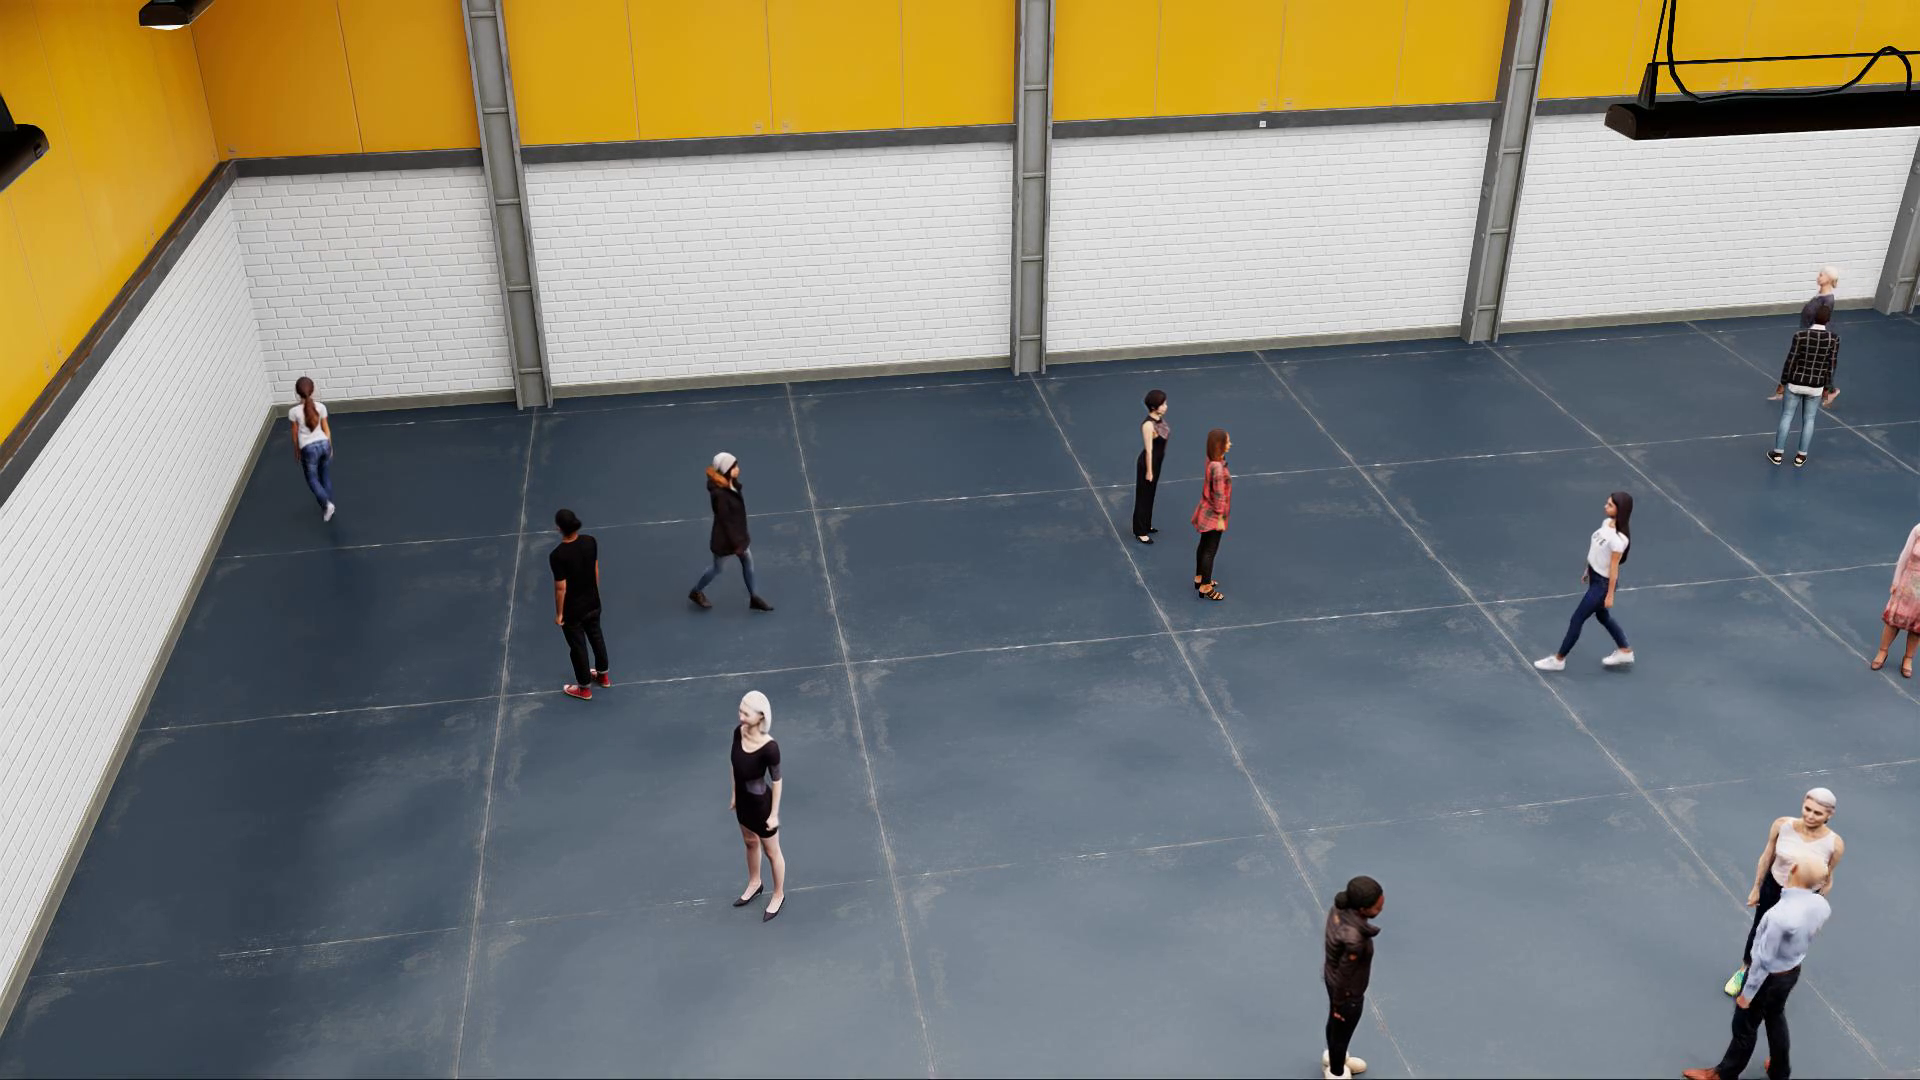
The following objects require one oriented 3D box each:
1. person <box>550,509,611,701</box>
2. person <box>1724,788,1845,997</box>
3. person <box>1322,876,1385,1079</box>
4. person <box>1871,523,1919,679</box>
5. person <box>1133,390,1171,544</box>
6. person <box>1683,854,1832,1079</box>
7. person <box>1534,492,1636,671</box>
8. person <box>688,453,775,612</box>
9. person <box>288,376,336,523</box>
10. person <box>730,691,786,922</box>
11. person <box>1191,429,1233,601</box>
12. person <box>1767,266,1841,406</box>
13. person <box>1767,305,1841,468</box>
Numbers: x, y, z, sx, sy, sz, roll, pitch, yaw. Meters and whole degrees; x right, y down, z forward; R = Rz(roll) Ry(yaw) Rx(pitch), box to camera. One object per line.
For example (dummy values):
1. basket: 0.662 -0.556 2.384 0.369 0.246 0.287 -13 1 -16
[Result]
1. person: -3.217 0.529 14.051 0.767 1.756 0.705 19 34 31
2. person: 5.411 2.311 10.841 0.674 1.703 0.729 20 34 32
3. person: 2.335 2.716 10.143 0.617 1.659 0.678 -5 29 -8
4. person: 8.299 0.390 14.375 0.677 1.692 0.746 16 33 27
5. person: 1.893 -0.756 16.567 0.673 1.602 0.665 9 30 16
6. person: 4.899 2.673 10.111 0.953 1.766 0.862 21 35 34
7. person: 5.608 0.397 14.318 1.167 1.732 0.843 5 29 8
8. person: -2.196 -0.038 15.251 1.136 1.604 0.913 7 29 13
9. person: -6.542 -0.897 16.892 0.882 1.540 0.820 -18 33 -30
10. person: -1.410 1.836 11.579 0.648 1.830 0.697 21 35 33
11. person: 2.364 -0.256 15.546 0.585 1.703 0.634 -1 29 -2
12. person: 10.017 -2.356 19.392 1.053 1.707 0.846 6 29 11
13. person: 9.161 -1.675 18.026 0.671 1.820 0.806 9 30 16
